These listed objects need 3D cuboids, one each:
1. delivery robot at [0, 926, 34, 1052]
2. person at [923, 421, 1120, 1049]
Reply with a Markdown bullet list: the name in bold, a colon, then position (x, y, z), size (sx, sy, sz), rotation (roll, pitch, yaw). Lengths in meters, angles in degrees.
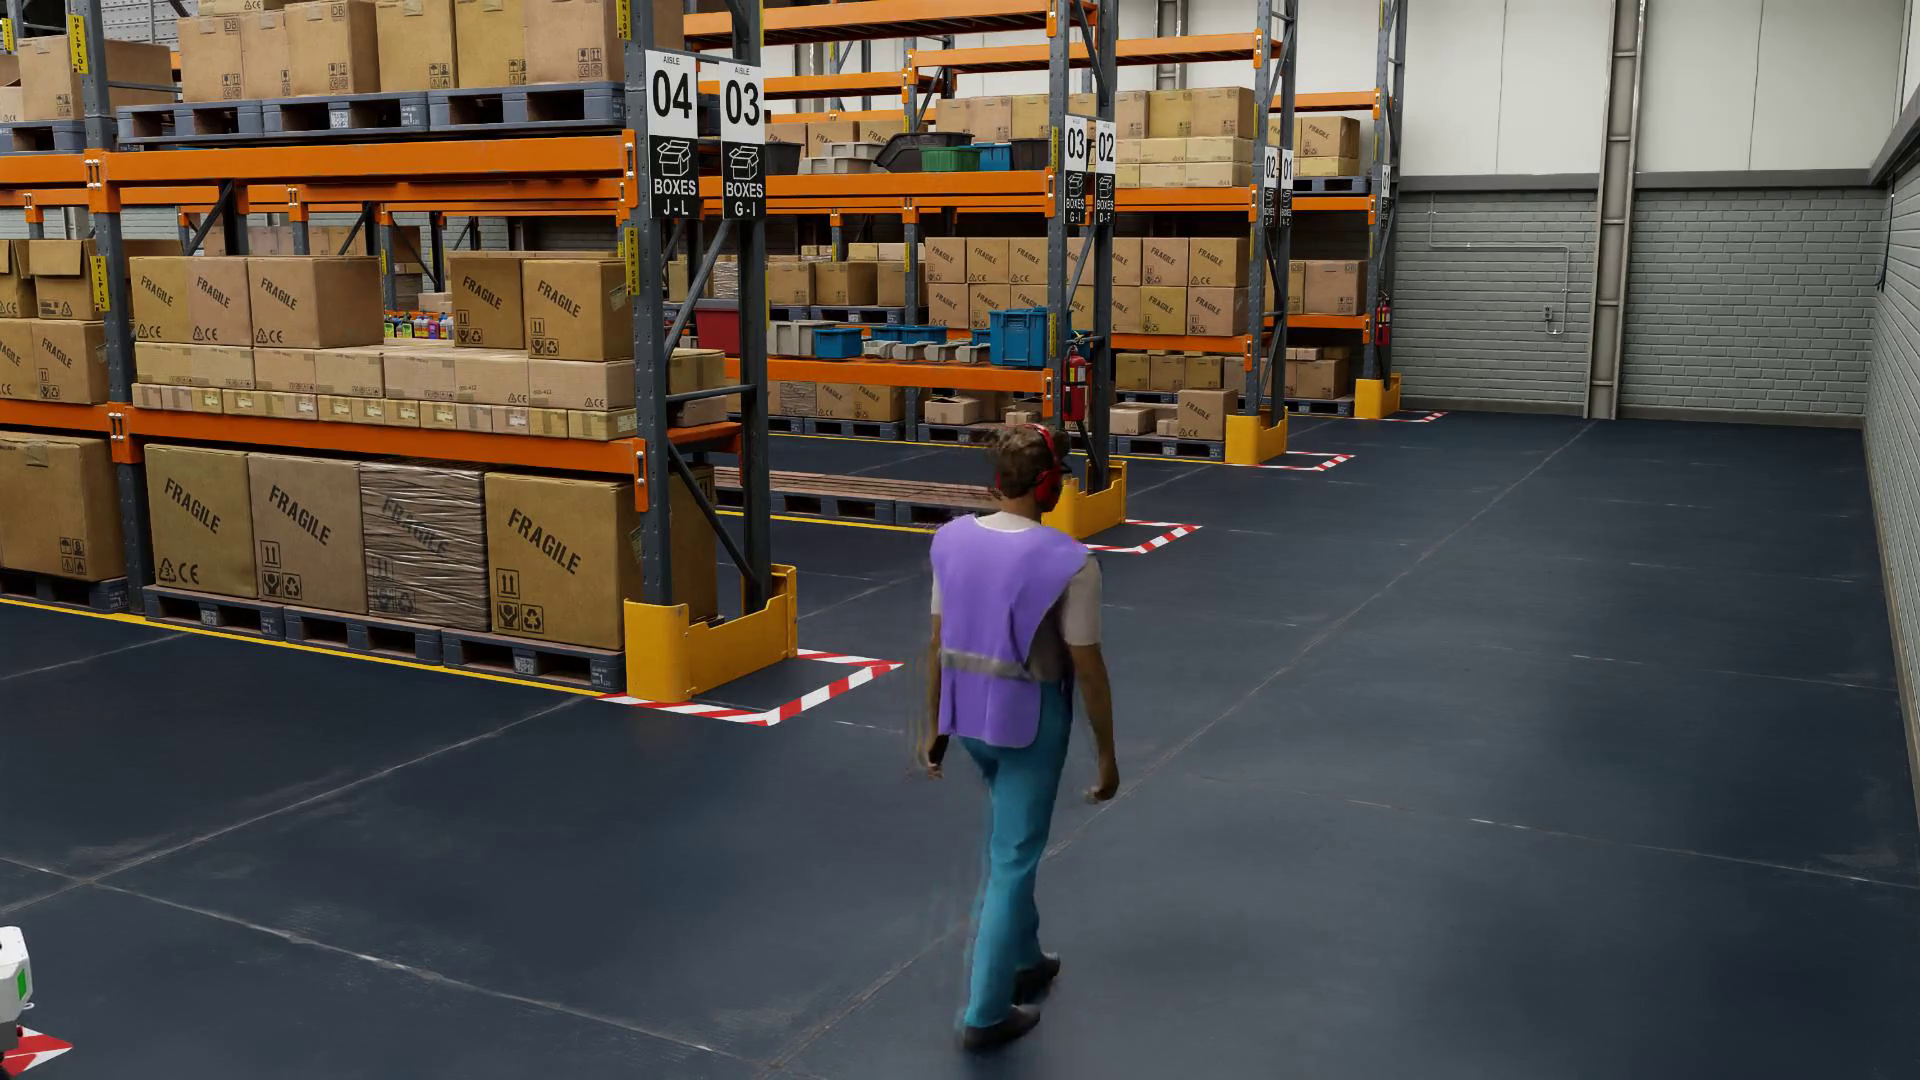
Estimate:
- **delivery robot**: position (-2.862, 1.236, 4.403), size (0.707, 0.478, 0.477), rotation (-7, 13, -34)
- **person**: position (0.232, 0.553, 4.921), size (0.593, 1.815, 0.733), rotation (9, 14, 40)
